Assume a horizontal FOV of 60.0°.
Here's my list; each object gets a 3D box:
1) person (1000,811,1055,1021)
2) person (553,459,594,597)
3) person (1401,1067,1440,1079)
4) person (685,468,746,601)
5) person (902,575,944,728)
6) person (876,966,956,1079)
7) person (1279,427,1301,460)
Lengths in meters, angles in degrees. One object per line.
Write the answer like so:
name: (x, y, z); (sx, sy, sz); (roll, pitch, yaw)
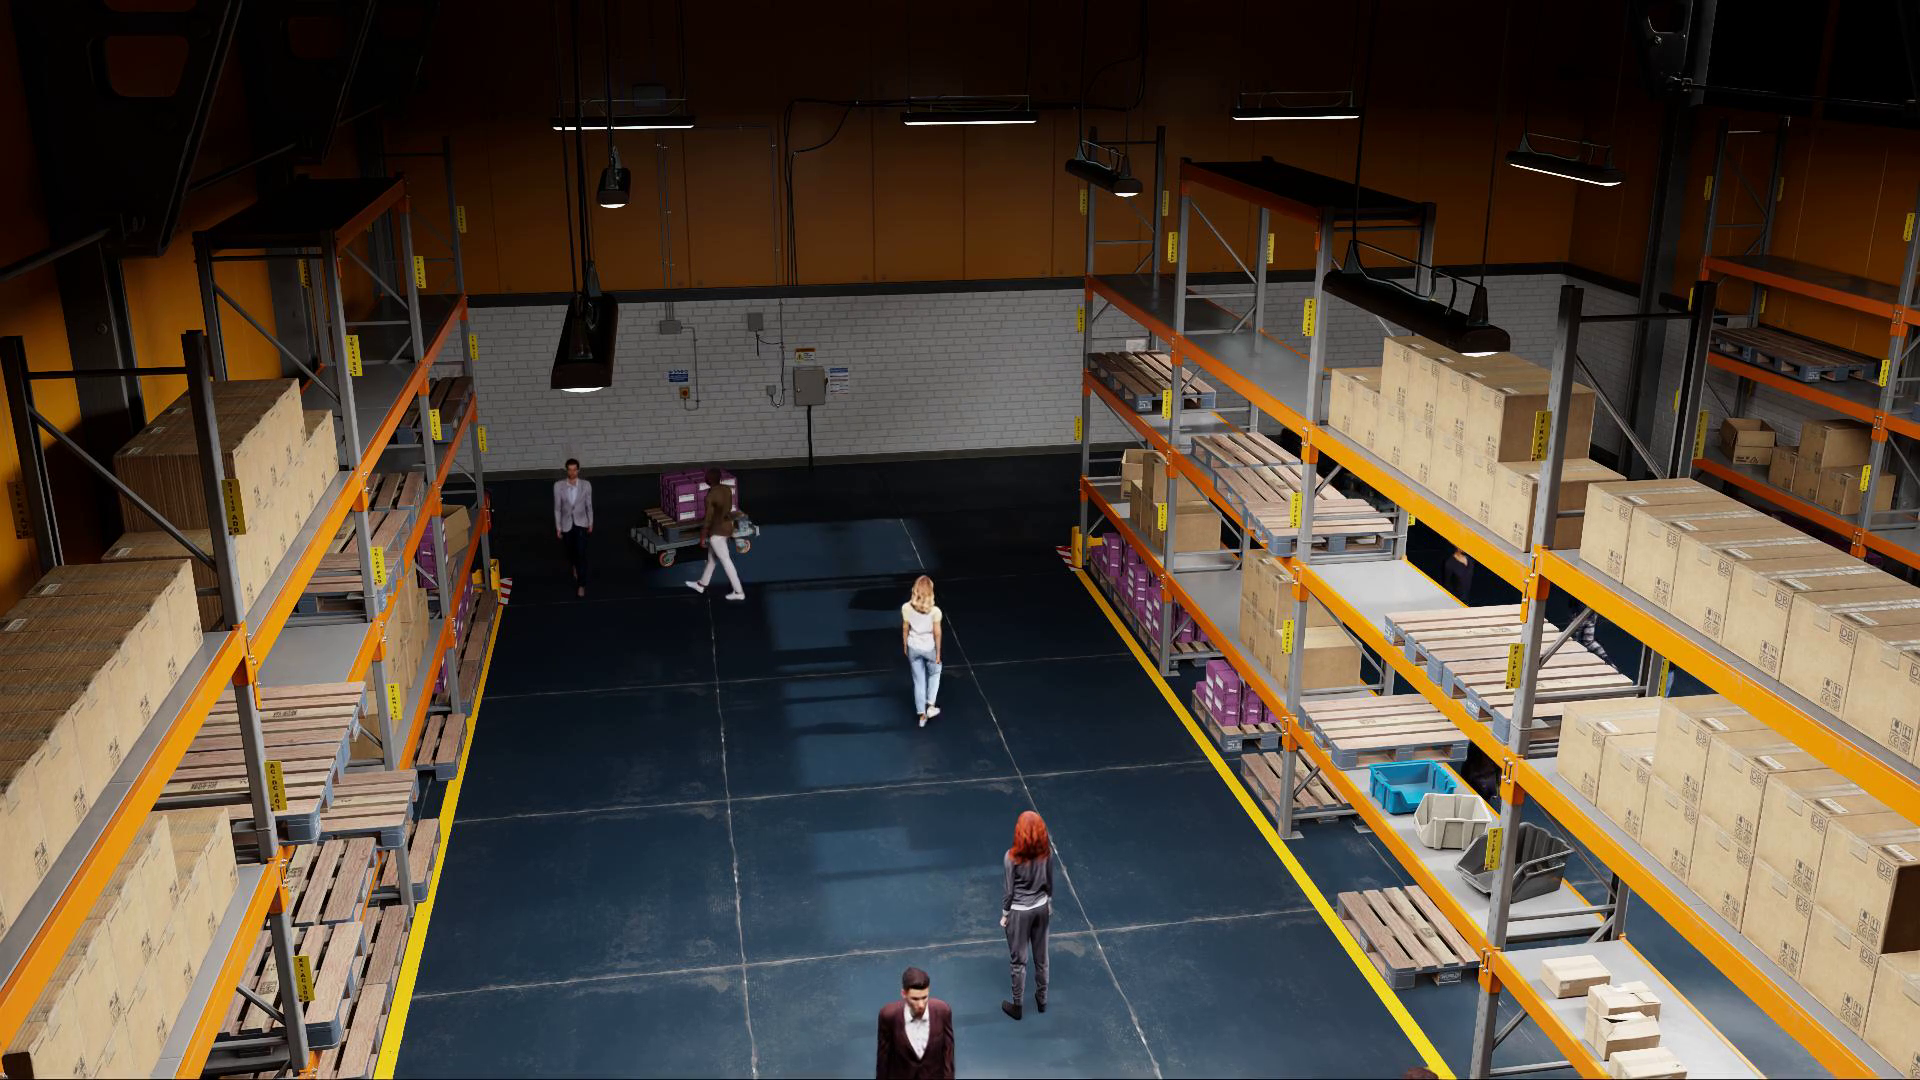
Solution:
person: (0.528, 2.913, 12.996); (0.634, 1.780, 0.578); (-8, 20, -22)
person: (-5.161, -0.218, 22.233); (0.706, 1.819, 1.196); (-2, 19, -5)
person: (2.637, 3.928, 9.852); (0.799, 1.863, 0.673); (6, 19, 17)
person: (-3.085, -0.044, 21.770); (1.125, 1.784, 1.197); (5, 19, 15)
person: (-0.434, 1.238, 18.077); (0.724, 1.712, 0.759); (4, 19, 11)
person: (-0.305, 3.568, 10.951); (0.672, 1.843, 0.950); (-3, 19, -9)
person: (4.796, -0.855, 24.454); (0.604, 1.608, 0.820); (-3, 19, -10)
